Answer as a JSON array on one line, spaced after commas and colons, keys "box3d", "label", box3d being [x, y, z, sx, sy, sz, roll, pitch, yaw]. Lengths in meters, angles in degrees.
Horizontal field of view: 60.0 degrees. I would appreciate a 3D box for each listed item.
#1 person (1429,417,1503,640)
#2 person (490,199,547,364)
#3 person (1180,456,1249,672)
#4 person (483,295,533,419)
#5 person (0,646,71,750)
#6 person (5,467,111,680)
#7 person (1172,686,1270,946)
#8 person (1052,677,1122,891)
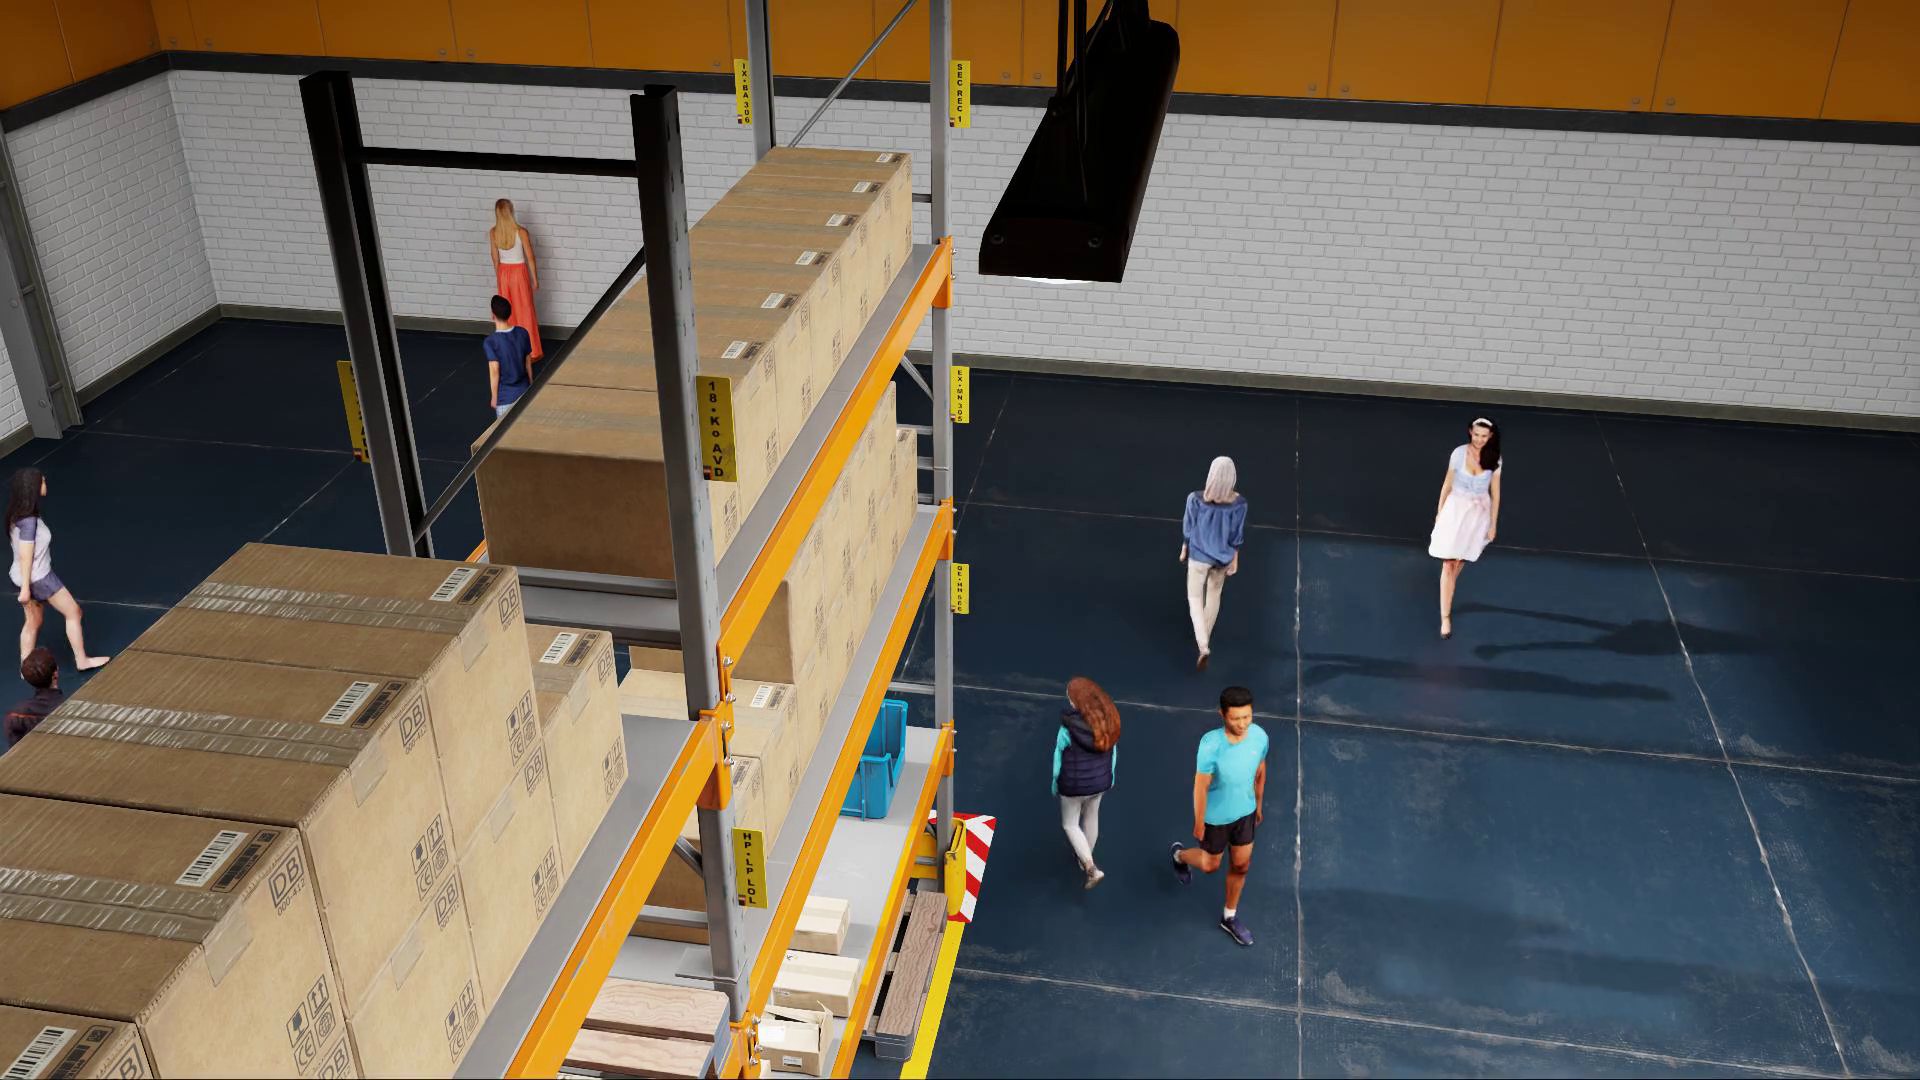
[{"box3d": [3.980, -0.175, 13.138, 0.647, 1.777, 1.108, 6, 29, 10], "label": "person"}, {"box3d": [-4.798, -2.784, 17.896, 0.626, 1.801, 0.578, 6, 29, 10], "label": "person"}, {"box3d": [1.902, 0.188, 12.577, 0.765, 1.677, 1.080, -1, 29, -1], "label": "person"}, {"box3d": [-4.072, -1.343, 15.204, 0.768, 1.848, 0.674, 25, 37, 38], "label": "person"}, {"box3d": [-5.273, 1.520, 9.906, 0.779, 1.897, 0.810, -3, 29, -6], "label": "person"}, {"box3d": [-6.950, 0.309, 12.373, 0.965, 1.660, 0.899, -17, 33, -28], "label": "person"}, {"box3d": [1.536, 1.581, 9.946, 0.937, 1.751, 1.069, -13, 31, -22], "label": "person"}, {"box3d": [0.788, 1.533, 10.309, 0.800, 1.488, 0.894, -9, 30, -17], "label": "person"}]
